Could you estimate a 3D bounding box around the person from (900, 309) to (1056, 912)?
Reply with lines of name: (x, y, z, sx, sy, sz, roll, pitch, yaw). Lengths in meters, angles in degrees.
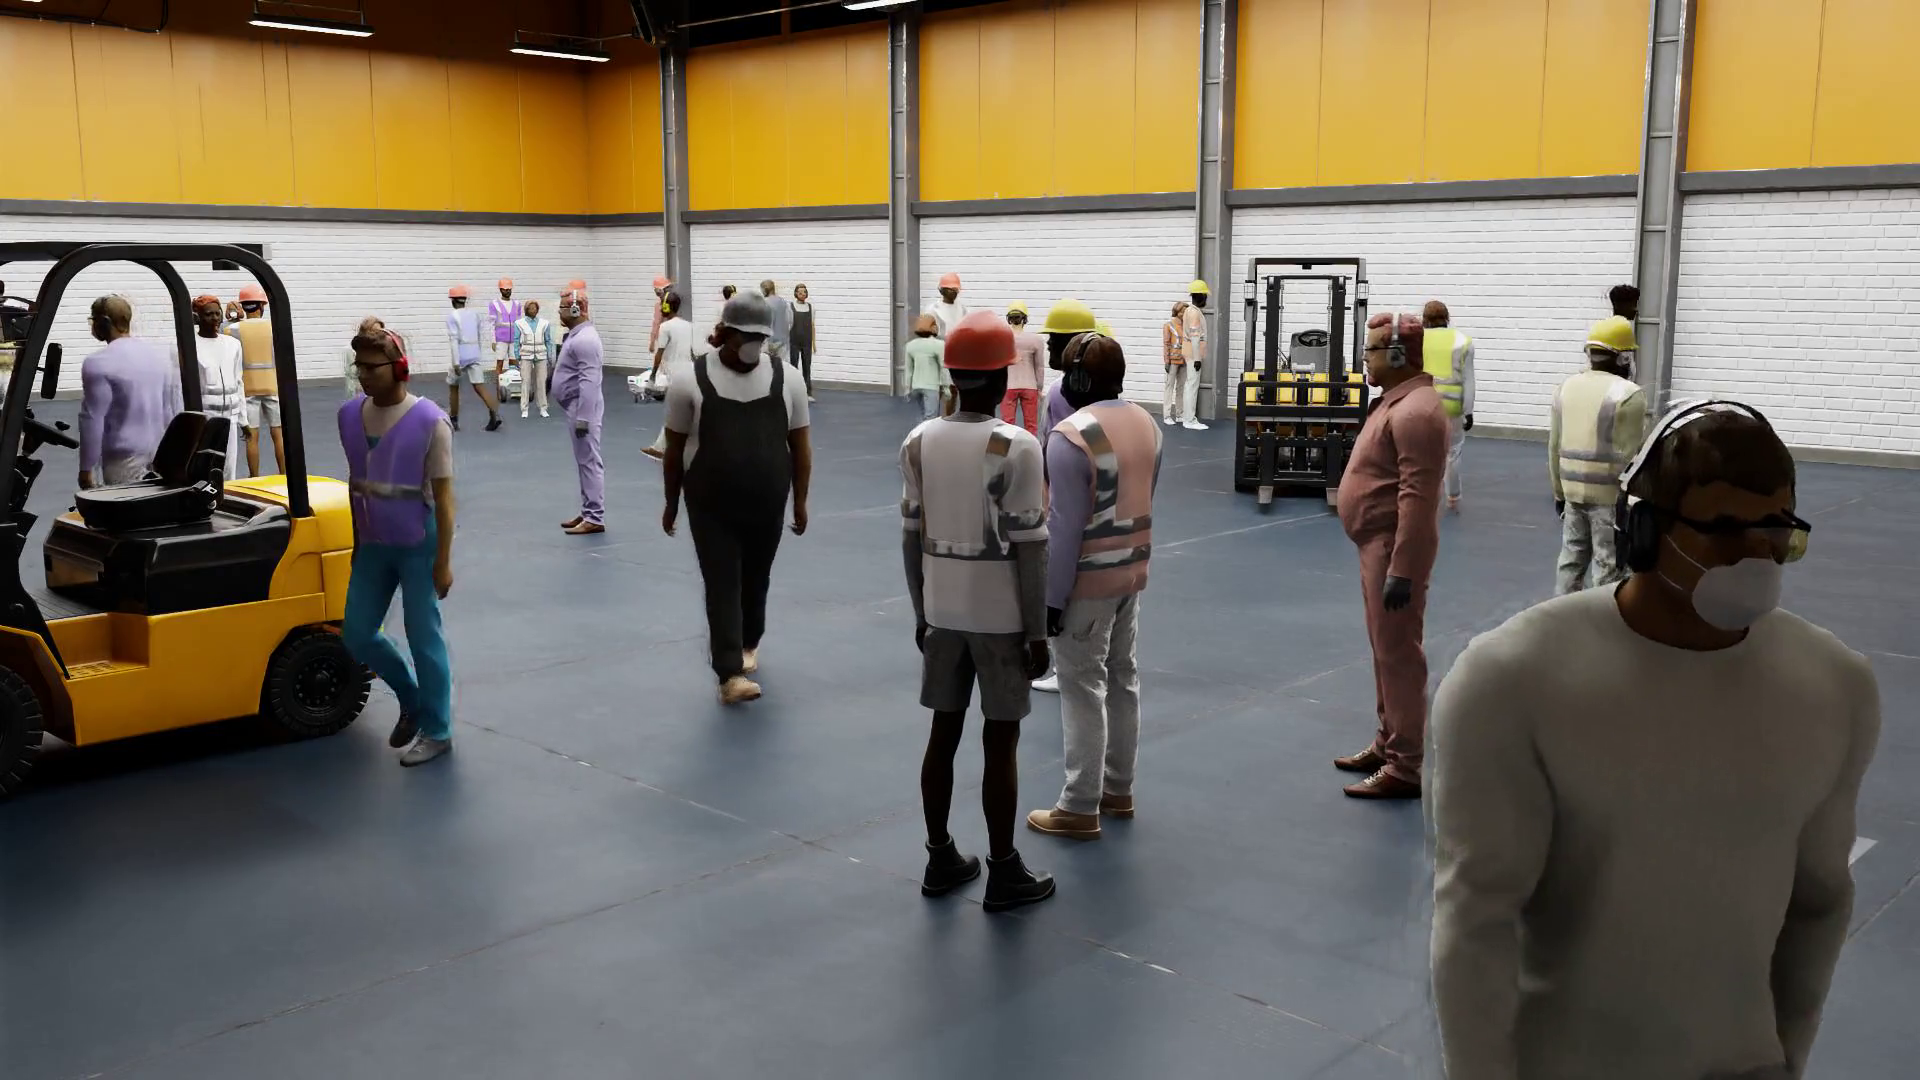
person: (0.067, 0.231, 5.397, 0.548, 1.942, 0.348, 7, 11, 36)

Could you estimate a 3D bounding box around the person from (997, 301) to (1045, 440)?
person: (0.566, -1.456, 16.312, 0.523, 1.758, 0.335, 0, 9, -3)

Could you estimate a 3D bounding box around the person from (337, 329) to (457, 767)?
person: (-2.333, 0.039, 6.908, 0.621, 1.826, 0.448, 4, 10, 24)

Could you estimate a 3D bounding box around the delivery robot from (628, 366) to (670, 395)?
delivery robot: (-4.776, -2.450, 25.788, 0.707, 0.478, 0.477, -7, 11, -36)

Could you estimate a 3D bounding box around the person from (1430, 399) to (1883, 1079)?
person: (0.944, 0.775, 2.214, 0.638, 1.897, 0.941, 0, 9, 0)

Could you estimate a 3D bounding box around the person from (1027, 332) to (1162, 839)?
person: (0.474, 0.166, 6.103, 0.429, 1.844, 0.625, 6, 11, 35)

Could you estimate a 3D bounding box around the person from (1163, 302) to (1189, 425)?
person: (2.903, -2.352, 22.169, 0.512, 1.638, 0.307, -7, 12, -36)

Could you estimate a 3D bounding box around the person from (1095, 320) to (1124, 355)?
person: (0.671, -0.292, 9.045, 0.507, 1.803, 0.610, 5, 11, 29)

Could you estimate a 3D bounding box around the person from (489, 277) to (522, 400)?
person: (-7.166, -3.181, 26.327, 0.543, 1.939, 0.362, -8, 12, -40)

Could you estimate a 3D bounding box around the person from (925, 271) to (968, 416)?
person: (-0.128, -2.204, 20.021, 0.614, 2.041, 0.391, -7, 12, -38)

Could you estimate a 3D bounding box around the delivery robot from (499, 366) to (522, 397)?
delivery robot: (-6.966, -2.474, 25.937, 0.477, 0.478, 0.707, -4, 10, -25)

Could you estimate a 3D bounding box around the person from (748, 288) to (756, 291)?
person: (-3.243, -3.045, 26.021, 0.528, 1.767, 0.330, -1, 9, -6)

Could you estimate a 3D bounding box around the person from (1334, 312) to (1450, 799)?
person: (1.686, 0.060, 6.557, 0.407, 1.905, 0.655, 1, 9, 8)

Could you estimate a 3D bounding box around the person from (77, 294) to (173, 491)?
person: (-4.965, -0.485, 9.836, 0.639, 1.917, 0.656, 1, 9, 9)

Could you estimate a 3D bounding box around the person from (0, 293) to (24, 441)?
person: (-11.614, -2.063, 19.876, 0.722, 1.813, 0.660, 0, 9, 2)

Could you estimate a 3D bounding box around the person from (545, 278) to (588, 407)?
person: (-5.851, -2.898, 24.602, 0.899, 1.945, 0.653, 5, 10, 28)

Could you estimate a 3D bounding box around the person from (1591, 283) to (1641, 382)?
person: (5.749, -1.306, 14.809, 0.609, 1.945, 0.629, 5, 11, 30)

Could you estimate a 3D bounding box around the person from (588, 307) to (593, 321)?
person: (-7.288, -3.948, 31.954, 0.507, 1.635, 0.273, 0, 9, -1)

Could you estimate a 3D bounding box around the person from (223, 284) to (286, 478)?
person: (-6.397, -1.359, 15.179, 0.543, 1.932, 0.376, -5, 10, -26)

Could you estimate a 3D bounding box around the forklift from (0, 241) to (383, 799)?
forklift: (-3.706, -0.171, 7.093, 1.214, 2.155, 2.313, 9, 13, 43)

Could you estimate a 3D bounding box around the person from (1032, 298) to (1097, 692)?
person: (0.549, -0.210, 8.145, 0.371, 1.929, 0.584, 4, 10, 25)

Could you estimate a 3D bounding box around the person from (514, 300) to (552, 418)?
person: (-5.948, -2.518, 23.186, 0.525, 1.637, 0.307, -4, 10, -24)

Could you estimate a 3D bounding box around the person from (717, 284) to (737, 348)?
person: (-3.473, -2.936, 25.143, 0.777, 1.856, 0.547, -7, 11, -35)

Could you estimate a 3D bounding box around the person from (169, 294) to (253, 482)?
person: (-5.566, -0.882, 12.404, 0.355, 1.883, 0.573, 6, 11, 31)

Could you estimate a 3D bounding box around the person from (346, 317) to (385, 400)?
person: (-5.674, -1.341, 16.086, 0.668, 1.601, 0.536, 7, 11, 35)

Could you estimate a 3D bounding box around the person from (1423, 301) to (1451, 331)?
person: (5.665, -2.007, 19.893, 0.537, 1.693, 0.320, -6, 11, -31)

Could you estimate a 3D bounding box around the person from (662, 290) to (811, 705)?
person: (-1.095, -0.267, 8.151, 0.722, 2.000, 1.040, -3, 10, -20)

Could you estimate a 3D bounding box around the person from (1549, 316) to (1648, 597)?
person: (3.338, -0.244, 8.649, 0.404, 1.830, 0.601, -4, 10, -24)

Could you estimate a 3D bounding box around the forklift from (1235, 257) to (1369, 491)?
forklift: (3.309, -1.629, 16.029, 1.214, 2.155, 2.313, 2, 9, 11)

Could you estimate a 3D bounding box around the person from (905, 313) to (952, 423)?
person: (-0.397, -1.581, 17.526, 0.503, 1.607, 0.717, 7, 12, 37)

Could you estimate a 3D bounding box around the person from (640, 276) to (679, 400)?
person: (-4.647, -3.131, 25.973, 0.762, 1.970, 0.640, 2, 10, 15)

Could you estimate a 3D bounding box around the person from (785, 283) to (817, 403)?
person: (-2.457, -3.034, 25.712, 0.508, 1.847, 0.345, -5, 10, -26)

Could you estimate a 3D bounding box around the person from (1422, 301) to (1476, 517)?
person: (4.021, -1.100, 14.021, 0.647, 1.789, 0.966, 4, 10, 23)

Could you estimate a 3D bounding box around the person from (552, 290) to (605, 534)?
person: (-2.992, -1.000, 13.055, 0.400, 1.910, 0.643, -2, 10, -15)

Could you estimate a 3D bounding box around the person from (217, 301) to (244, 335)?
person: (-9.907, -2.453, 22.795, 0.498, 1.633, 0.285, -3, 10, -19)

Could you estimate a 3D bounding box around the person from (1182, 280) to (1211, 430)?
person: (3.051, -2.393, 21.525, 0.359, 1.930, 0.588, 1, 9, 3)

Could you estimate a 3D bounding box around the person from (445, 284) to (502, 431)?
person: (-6.269, -2.329, 21.281, 0.968, 1.896, 0.563, 7, 12, 36)

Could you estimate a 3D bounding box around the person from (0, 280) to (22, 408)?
person: (-14.251, -2.919, 24.776, 0.592, 1.922, 0.392, -6, 11, -34)

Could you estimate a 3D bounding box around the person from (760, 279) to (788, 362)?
person: (-2.904, -3.036, 25.518, 0.704, 1.905, 0.657, 4, 10, 22)

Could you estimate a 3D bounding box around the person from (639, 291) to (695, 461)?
person: (-3.098, -1.704, 17.617, 0.949, 1.818, 0.542, 4, 10, 21)
